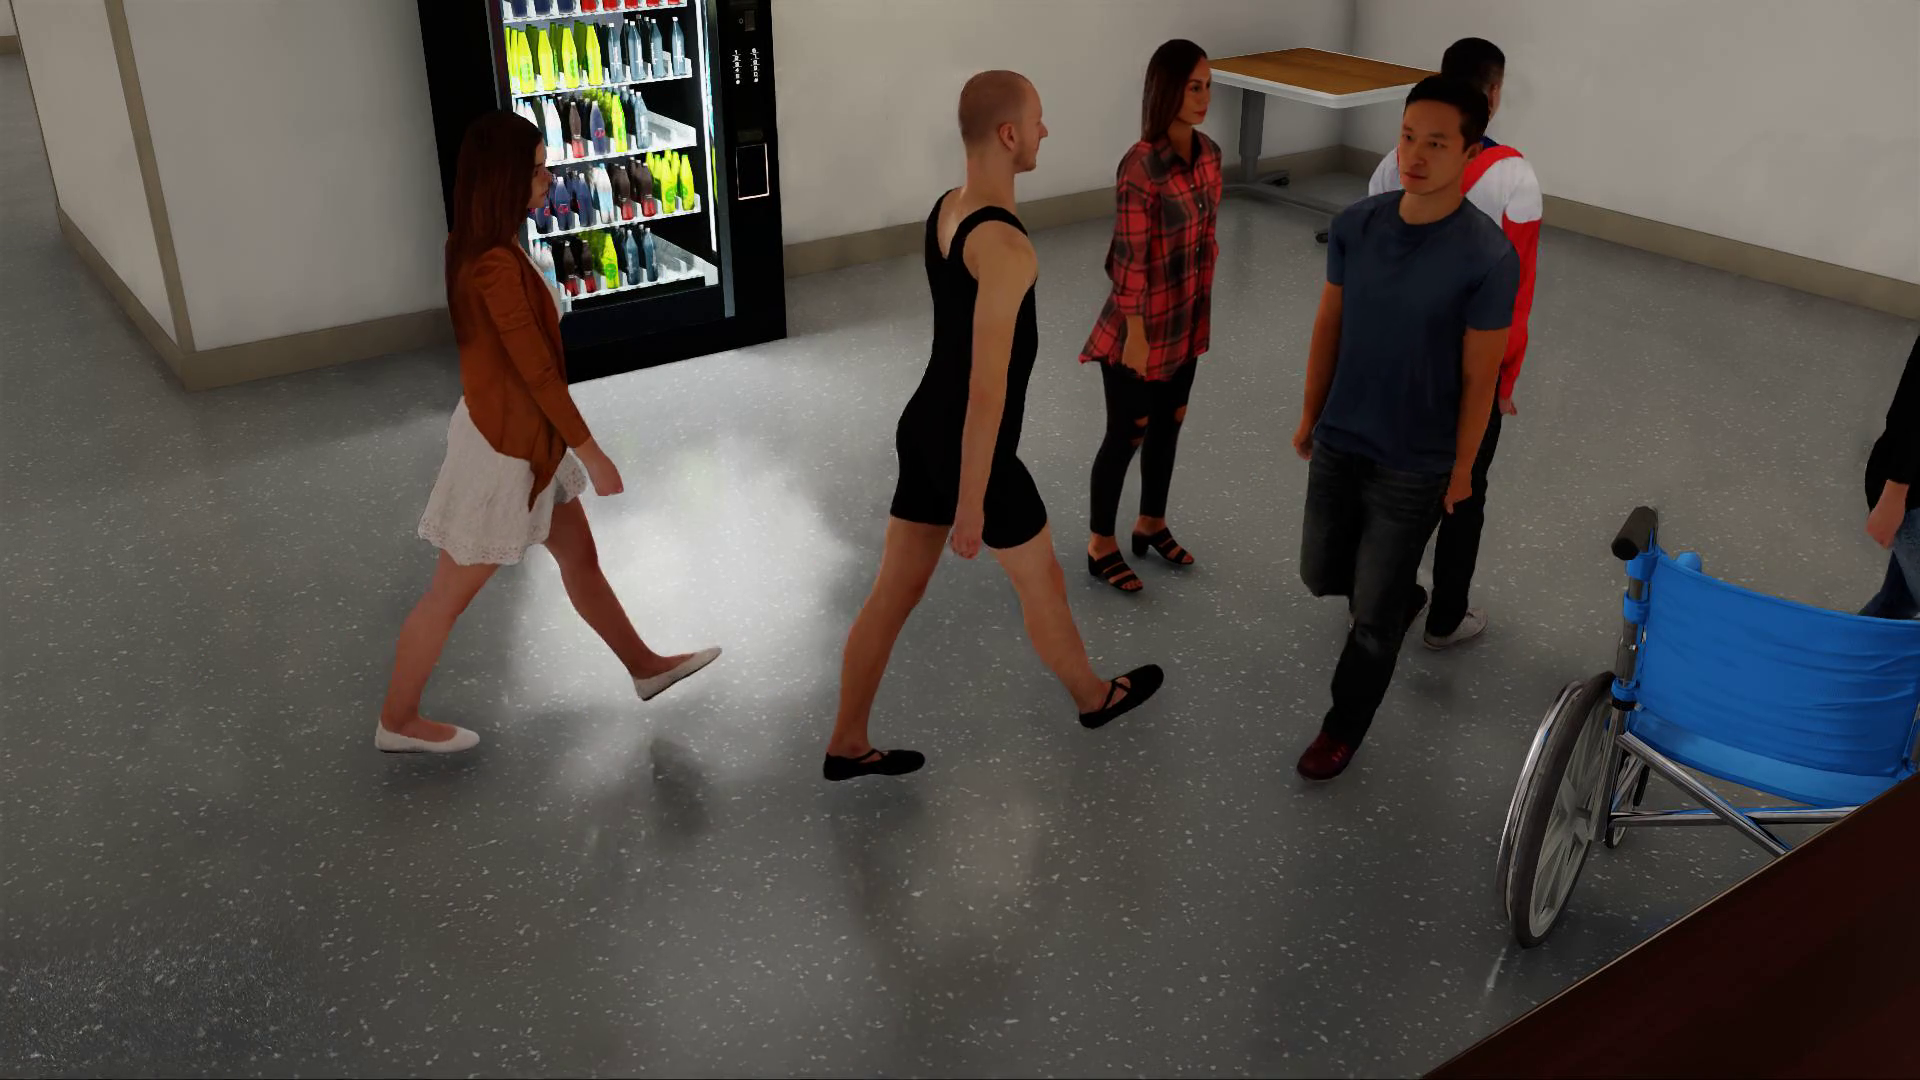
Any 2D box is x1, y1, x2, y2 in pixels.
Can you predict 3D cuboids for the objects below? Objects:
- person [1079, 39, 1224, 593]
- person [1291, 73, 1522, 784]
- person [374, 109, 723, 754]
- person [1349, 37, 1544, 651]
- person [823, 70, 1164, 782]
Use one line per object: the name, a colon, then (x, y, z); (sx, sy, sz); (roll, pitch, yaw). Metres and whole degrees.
person: (0.594, -0.662, 5.099); (0.556, 1.699, 0.712); (-23, 34, -39)
person: (1.121, -0.255, 4.150); (0.961, 1.789, 0.763); (-22, 33, -38)
person: (-1.225, -0.172, 4.127); (1.232, 1.660, 0.843); (-9, 27, -18)
person: (1.364, -0.526, 4.747); (0.708, 1.759, 0.678); (16, 30, 30)
person: (-0.075, -0.169, 4.015); (1.238, 1.753, 0.843); (-10, 27, -20)
